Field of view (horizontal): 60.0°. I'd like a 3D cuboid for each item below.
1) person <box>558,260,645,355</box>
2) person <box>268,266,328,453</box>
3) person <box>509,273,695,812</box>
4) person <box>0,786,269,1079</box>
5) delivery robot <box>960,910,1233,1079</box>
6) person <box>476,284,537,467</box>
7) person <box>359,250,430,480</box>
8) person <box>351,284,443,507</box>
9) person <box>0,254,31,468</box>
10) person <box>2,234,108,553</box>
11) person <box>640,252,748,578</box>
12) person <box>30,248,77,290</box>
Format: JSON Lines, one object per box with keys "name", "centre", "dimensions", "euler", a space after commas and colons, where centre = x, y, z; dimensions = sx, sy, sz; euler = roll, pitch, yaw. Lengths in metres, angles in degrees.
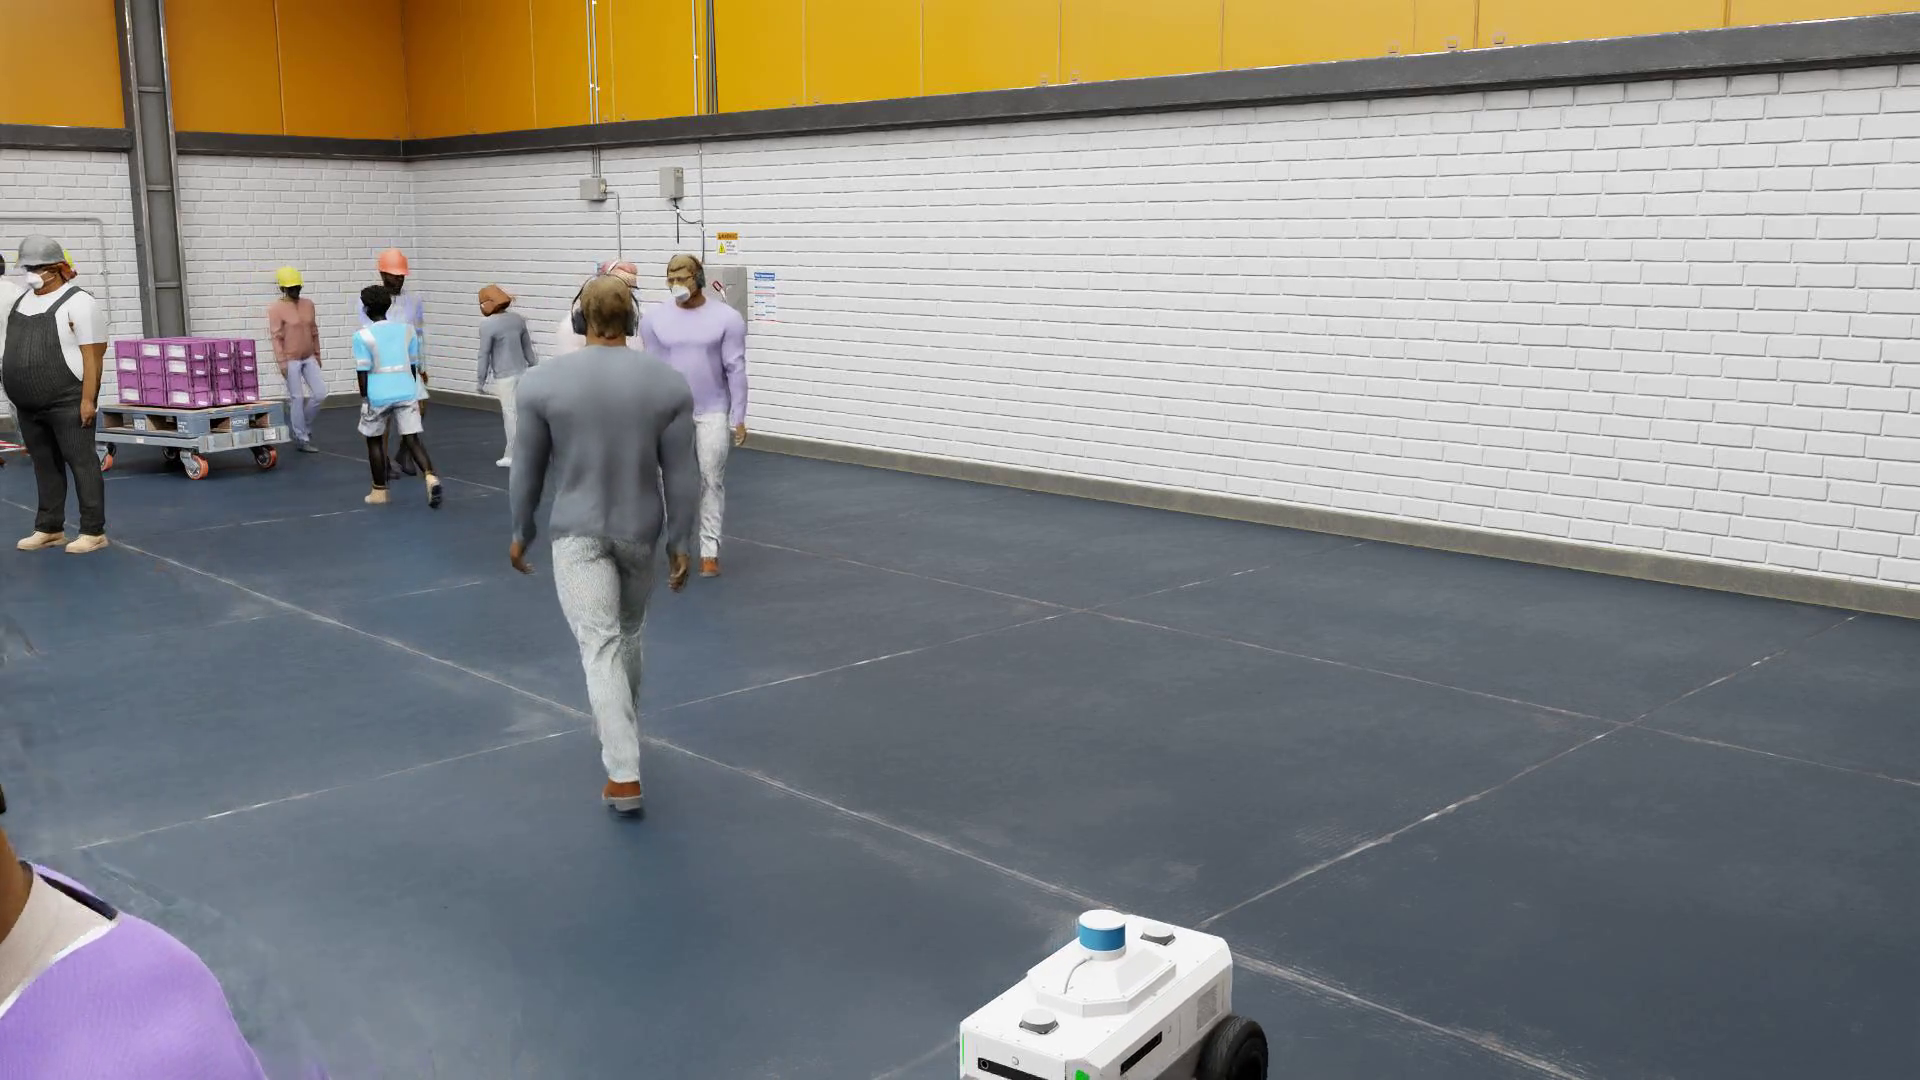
{"name": "person", "centre": [-2.055, -0.713, 9.916], "dimensions": [0.683, 1.881, 0.465], "euler": [-9, 14, -40]}
{"name": "person", "centre": [-6.132, -1.664, 15.427], "dimensions": [0.363, 1.732, 0.551], "euler": [5, 12, 27]}
{"name": "person", "centre": [-1.290, -0.015, 6.064], "dimensions": [0.644, 1.893, 1.017], "euler": [-5, 11, -25]}
{"name": "person", "centre": [-0.674, 0.892, 1.394], "dimensions": [0.643, 1.786, 0.998], "euler": [8, 13, 39]}
{"name": "delivery robot", "centre": [0.306, 1.050, 3.618], "dimensions": [0.477, 0.478, 0.707], "euler": [7, 12, 34]}
{"name": "person", "centre": [-3.922, -1.382, 14.246], "dimensions": [0.678, 1.602, 0.550], "euler": [6, 12, 29]}
{"name": "person", "centre": [-4.676, -1.434, 13.770], "dimensions": [0.532, 1.903, 0.557], "euler": [10, 14, 44]}
{"name": "person", "centre": [-4.179, -1.055, 12.319], "dimensions": [0.533, 1.662, 0.747], "euler": [-10, 14, -43]}
{"name": "person", "centre": [-8.440, -1.598, 14.633], "dimensions": [0.645, 1.896, 0.968], "euler": [-2, 11, -13]}
{"name": "person", "centre": [-5.806, -0.930, 10.616], "dimensions": [0.683, 2.000, 0.538], "euler": [3, 11, 18]}
{"name": "person", "centre": [-1.564, -0.728, 9.834], "dimensions": [0.643, 1.924, 0.443], "euler": [-1, 10, -3]}
{"name": "person", "centre": [-8.041, -1.655, 14.917], "dimensions": [0.594, 1.907, 0.419], "euler": [6, 12, 31]}
